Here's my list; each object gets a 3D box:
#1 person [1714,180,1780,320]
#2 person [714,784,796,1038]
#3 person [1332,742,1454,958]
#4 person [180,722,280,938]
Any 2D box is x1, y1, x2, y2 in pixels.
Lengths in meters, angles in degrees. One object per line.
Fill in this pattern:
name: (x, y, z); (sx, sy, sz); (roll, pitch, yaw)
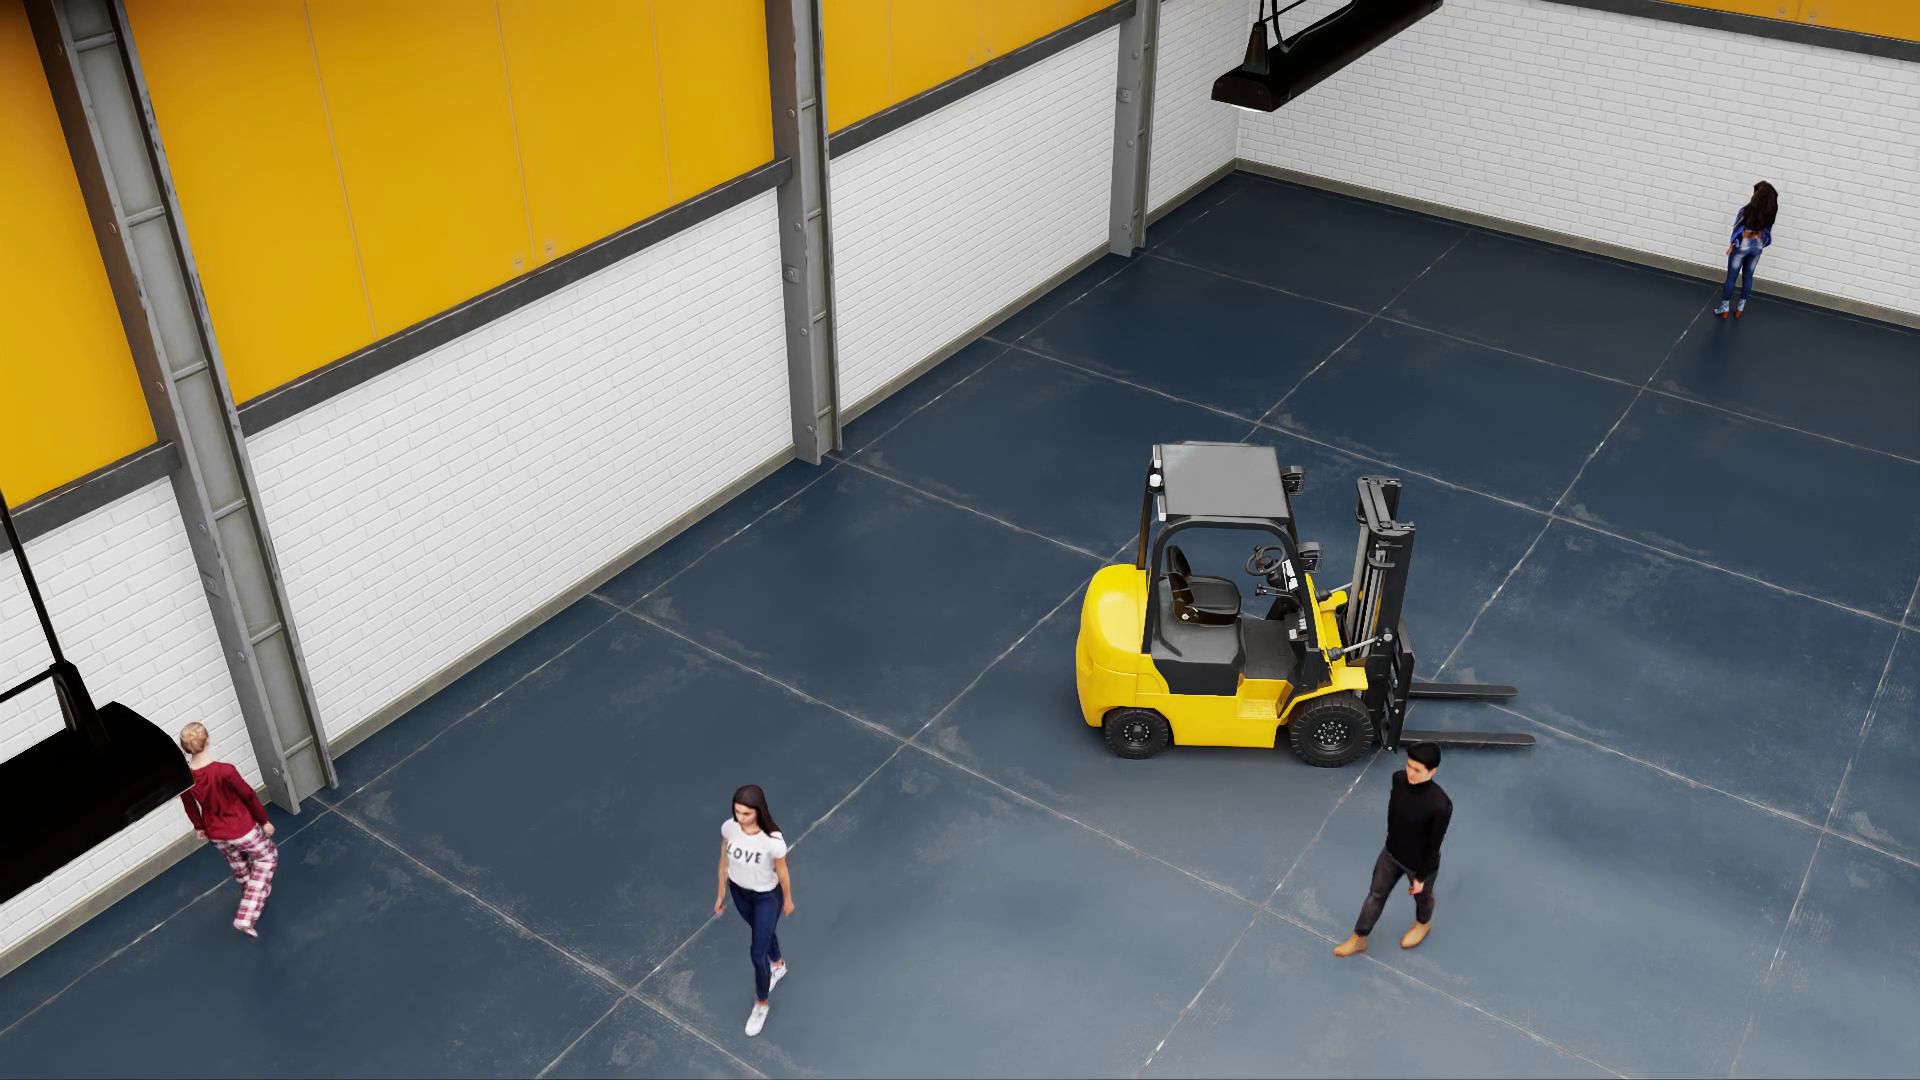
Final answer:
person: (8.735, -3.230, 18.462); (0.697, 1.609, 0.731); (-1, 34, -1)
person: (-1.205, 2.138, 10.253); (0.627, 1.755, 0.825); (19, 38, 26)
person: (2.933, 1.955, 10.586); (1.116, 1.693, 0.888); (-22, 39, -29)
person: (-4.708, 1.871, 10.715); (0.882, 1.690, 0.978); (2, 34, 3)
